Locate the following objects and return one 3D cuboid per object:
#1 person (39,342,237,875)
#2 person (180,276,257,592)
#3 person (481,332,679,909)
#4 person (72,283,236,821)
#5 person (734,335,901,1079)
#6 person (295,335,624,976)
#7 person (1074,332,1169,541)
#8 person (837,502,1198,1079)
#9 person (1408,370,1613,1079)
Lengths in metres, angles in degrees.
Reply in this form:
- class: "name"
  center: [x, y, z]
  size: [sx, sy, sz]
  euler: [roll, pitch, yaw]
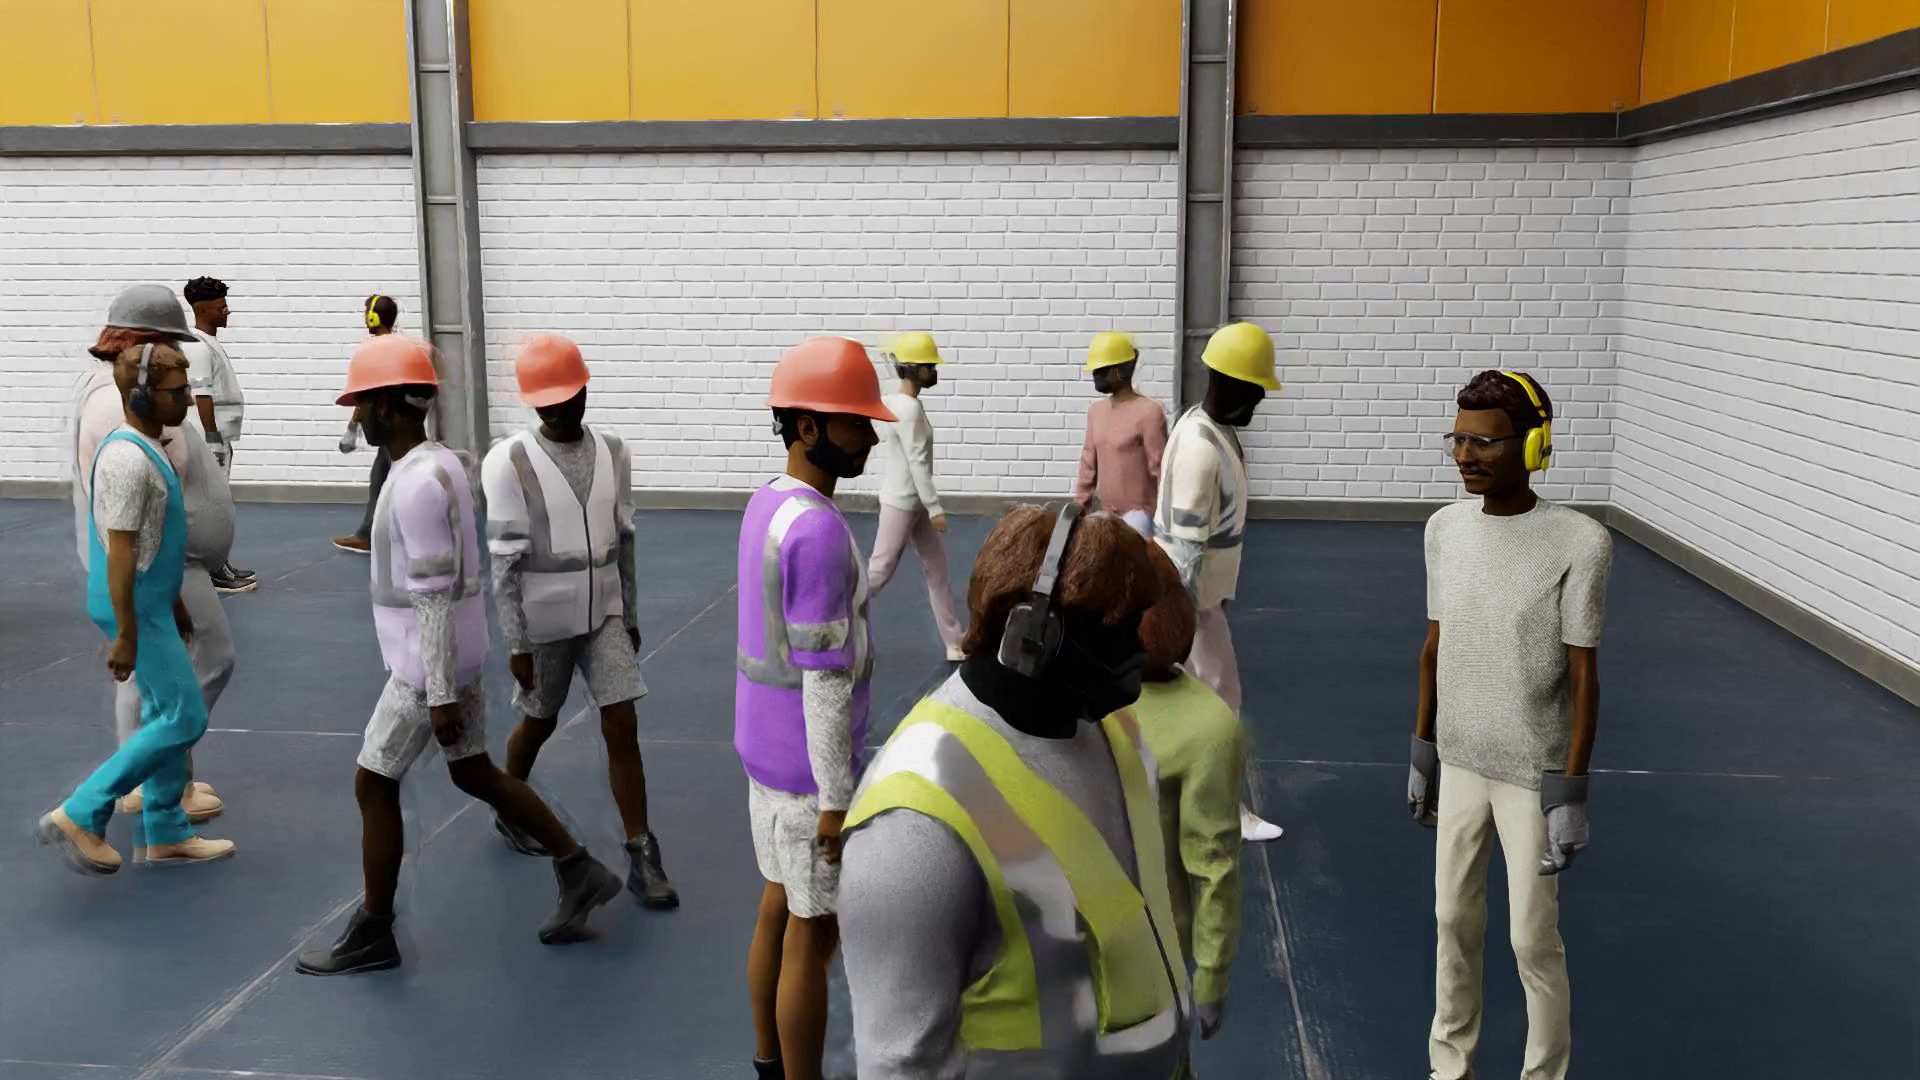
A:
- class: "person"
  center: [-2.771, 0.255, 5.568]
  size: [0.483, 1.827, 0.538]
  euler: [-4, 11, -24]
- class: "person"
  center: [-4.658, -0.659, 10.398]
  size: [0.367, 1.966, 0.607]
  euler: [-4, 11, -21]
- class: "person"
  center: [-1.327, 0.238, 5.557]
  size: [0.582, 1.878, 0.992]
  euler: [-9, 14, -43]
- class: "person"
  center: [-2.985, 0.036, 6.203]
  size: [0.540, 2.000, 0.684]
  euler: [-6, 12, -32]
- class: "person"
  center: [-0.331, 0.497, 3.873]
  size: [0.376, 1.934, 0.547]
  euler: [-3, 10, -19]
- class: "person"
  center: [-1.498, 0.337, 4.948]
  size: [0.926, 1.893, 0.553]
  euler: [-2, 10, -10]
- class: "person"
  center: [0.792, -0.116, 7.945]
  size: [0.486, 1.738, 0.554]
  euler: [-7, 12, -34]
- class: "person"
  center: [0.054, 0.832, 2.331]
  size: [0.807, 1.810, 0.623]
  euler: [5, 11, 25]
- class: "person"
  center: [1.242, 0.540, 3.847]
  size: [0.330, 1.864, 0.505]
  euler: [-7, 12, -35]
